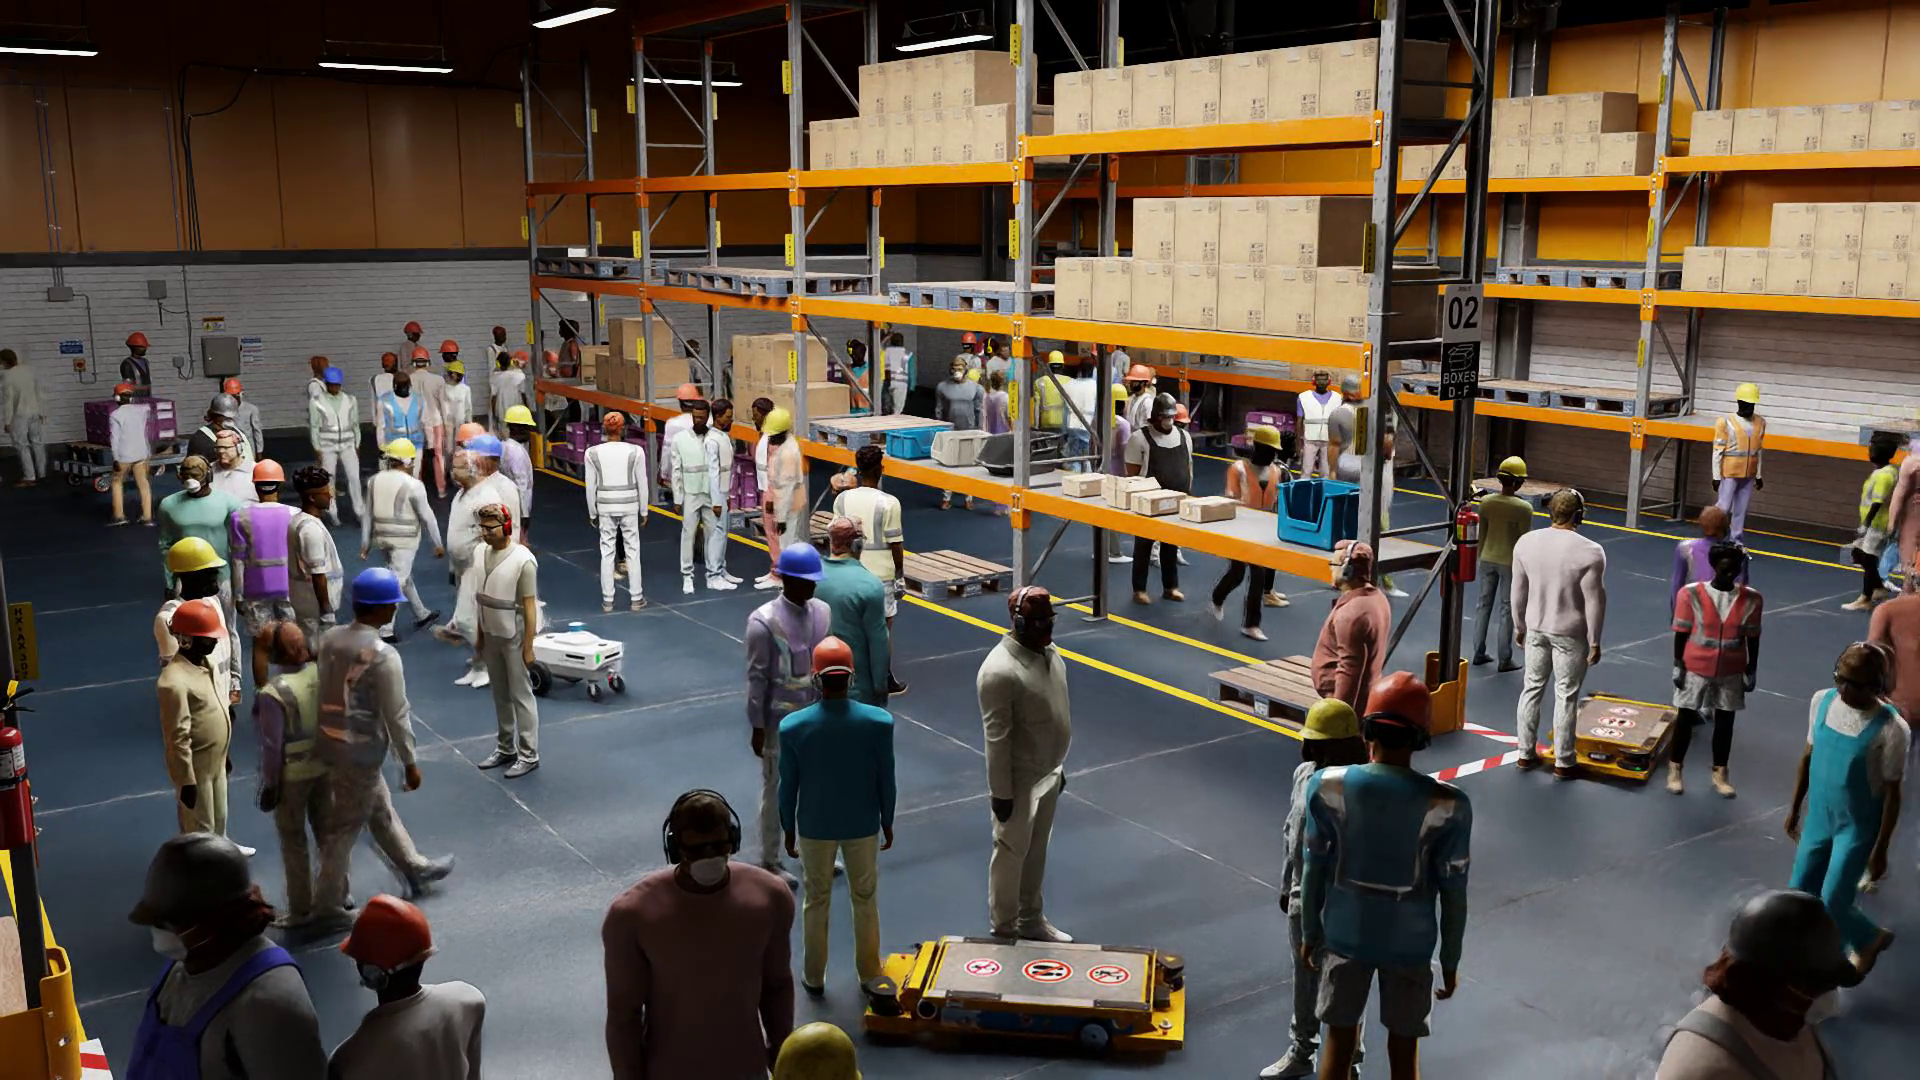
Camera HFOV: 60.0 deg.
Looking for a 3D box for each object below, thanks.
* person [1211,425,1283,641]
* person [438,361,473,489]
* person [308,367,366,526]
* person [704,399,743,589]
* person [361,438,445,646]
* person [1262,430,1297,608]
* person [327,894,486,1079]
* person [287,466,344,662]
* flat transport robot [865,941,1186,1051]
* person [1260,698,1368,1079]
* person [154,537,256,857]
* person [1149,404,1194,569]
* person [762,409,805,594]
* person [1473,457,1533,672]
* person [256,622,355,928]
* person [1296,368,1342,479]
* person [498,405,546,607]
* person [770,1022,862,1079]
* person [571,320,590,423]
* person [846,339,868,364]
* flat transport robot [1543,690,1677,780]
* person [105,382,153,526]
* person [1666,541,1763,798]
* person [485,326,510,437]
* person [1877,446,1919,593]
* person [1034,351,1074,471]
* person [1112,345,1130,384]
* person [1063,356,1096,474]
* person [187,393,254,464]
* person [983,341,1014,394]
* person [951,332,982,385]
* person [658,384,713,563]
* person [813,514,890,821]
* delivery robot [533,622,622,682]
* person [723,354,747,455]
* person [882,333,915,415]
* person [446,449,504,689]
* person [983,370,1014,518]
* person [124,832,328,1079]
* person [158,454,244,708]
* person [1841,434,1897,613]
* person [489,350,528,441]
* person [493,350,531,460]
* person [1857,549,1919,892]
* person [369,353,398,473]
[{"bbox_3d":[2.522,-0.092,14.695,0.625,1.897,0.709,-5,12,-24],"label":"person"},{"bbox_3d":[-6.874,-1.563,22.589,0.556,1.741,0.375,-10,15,-41],"label":"person"},{"bbox_3d":[-7.359,-1.085,19.725,0.607,1.917,0.868,-8,14,-35],"label":"person"},{"bbox_3d":[-2.406,-0.457,16.542,0.398,1.909,0.600,0,11,-1],"label":"person"},{"bbox_3d":[-4.858,0.006,14.513,0.624,1.774,0.941,6,12,27],"label":"person"},{"bbox_3d":[3.027,-0.207,15.824,0.322,1.690,0.532,1,11,5],"label":"person"},{"bbox_3d":[-1.638,1.884,4.936,0.320,1.755,0.563,5,12,25],"label":"person"},{"bbox_3d":[-4.536,0.447,11.754,0.368,1.966,0.603,-7,13,-33],"label":"person"},{"bbox_3d":[0.323,2.086,7.718,1.431,0.197,0.652,2,11,8],"label":"flat transport robot"},{"bbox_3d":[1.518,1.501,6.935,0.294,1.744,0.486,-7,13,-34],"label":"person"},{"bbox_3d":[-4.258,0.932,9.363,0.361,1.928,0.594,0,11,0],"label":"person"},{"bbox_3d":[2.250,-0.566,17.520,0.572,1.743,0.349,-7,13,-32],"label":"person"},{"bbox_3d":[-1.677,-0.323,15.936,0.383,1.879,0.718,-2,11,-8],"label":"person"},{"bbox_3d":[4.450,0.193,13.589,0.341,1.760,0.525,-7,13,-33],"label":"person"},{"bbox_3d":[-3.437,1.232,8.679,0.325,1.651,0.537,3,11,16],"label":"person"},{"bbox_3d":[4.407,-1.198,20.482,0.570,1.843,0.373,-1,11,-6],"label":"person"},{"bbox_3d":[-4.185,-0.318,15.781,0.383,1.923,0.589,-5,12,-25],"label":"person"},{"bbox_3d":[-0.378,2.041,4.206,0.490,1.732,0.320,5,12,24],"label":"person"},{"bbox_3d":[-6.557,-2.805,28.499,0.374,1.933,0.625,0,11,0],"label":"person"},{"bbox_3d":[-1.564,-2.081,24.959,0.328,1.865,0.521,5,12,26],"label":"person"},{"bbox_3d":[4.563,1.334,11.565,0.652,0.197,1.431,7,13,31],"label":"flat transport robot"},{"bbox_3d":[-9.990,-1.021,19.911,0.681,1.712,0.570,4,12,21],"label":"person"},{"bbox_3d":[4.795,0.820,10.585,0.544,1.689,0.324,2,11,12],"label":"person"},{"bbox_3d":[-7.662,-2.614,27.668,0.359,1.876,0.576,4,12,19],"label":"person"},{"bbox_3d":[9.470,-0.361,16.137,1.043,1.865,0.606,6,13,30],"label":"person"},{"bbox_3d":[1.267,-1.556,22.144,0.584,1.918,0.408,1,11,3],"label":"person"},{"bbox_3d":[2.533,-2.362,26.480,0.353,1.835,0.518,-8,14,-36],"label":"person"},{"bbox_3d":[1.602,-1.414,21.462,0.633,1.898,0.434,5,12,25],"label":"person"},{"bbox_3d":[-6.983,-0.409,15.945,0.535,2.000,0.674,4,12,18],"label":"person"},{"bbox_3d":[0.666,-2.235,25.988,0.643,1.779,1.010,-7,13,-31],"label":"person"},{"bbox_3d":[0.124,-2.208,25.448,0.543,1.929,0.386,8,14,36],"label":"person"},{"bbox_3d":[-2.964,-0.741,18.011,0.568,1.885,0.971,-7,13,-32],"label":"person"},{"bbox_3d":[-0.684,0.788,10.165,0.646,1.906,0.404,7,13,32],"label":"person"},{"bbox_3d":[-2.973,0.883,12.908,0.707,0.478,0.477,5,12,26],"label":"delivery robot"},{"bbox_3d":[-3.375,-2.107,25.433,0.496,1.734,0.354,1,11,4],"label":"person"},{"bbox_3d":[-1.056,-2.529,27.521,0.646,1.772,1.035,3,11,13],"label":"person"},{"bbox_3d":[-3.831,0.233,13.042,0.455,1.886,0.684,-8,14,-35],"label":"person"},{"bbox_3d":[0.528,-1.184,20.521,0.630,1.804,0.320,11,15,43],"label":"person"},{"bbox_3d":[-2.091,1.791,4.687,0.538,2.000,0.690,-11,15,-43],"label":"person"},{"bbox_3d":[-5.675,0.314,12.508,0.632,1.940,0.372,-2,11,-8],"label":"person"},{"bbox_3d":[8.522,-0.150,15.519,0.377,1.687,0.544,4,12,20],"label":"person"},{"bbox_3d":[-6.286,-1.730,23.282,0.539,1.832,0.920,-4,12,-21],"label":"person"},{"bbox_3d":[-6.796,-2.007,25.010,0.816,1.704,0.581,-9,14,-40],"label":"person"},{"bbox_3d":[5.280,0.952,9.133,0.626,1.990,0.395,1,11,6],"label":"person"},{"bbox_3d":[-7.644,-1.578,22.357,0.588,1.878,0.347,3,11,13],"label":"person"}]
